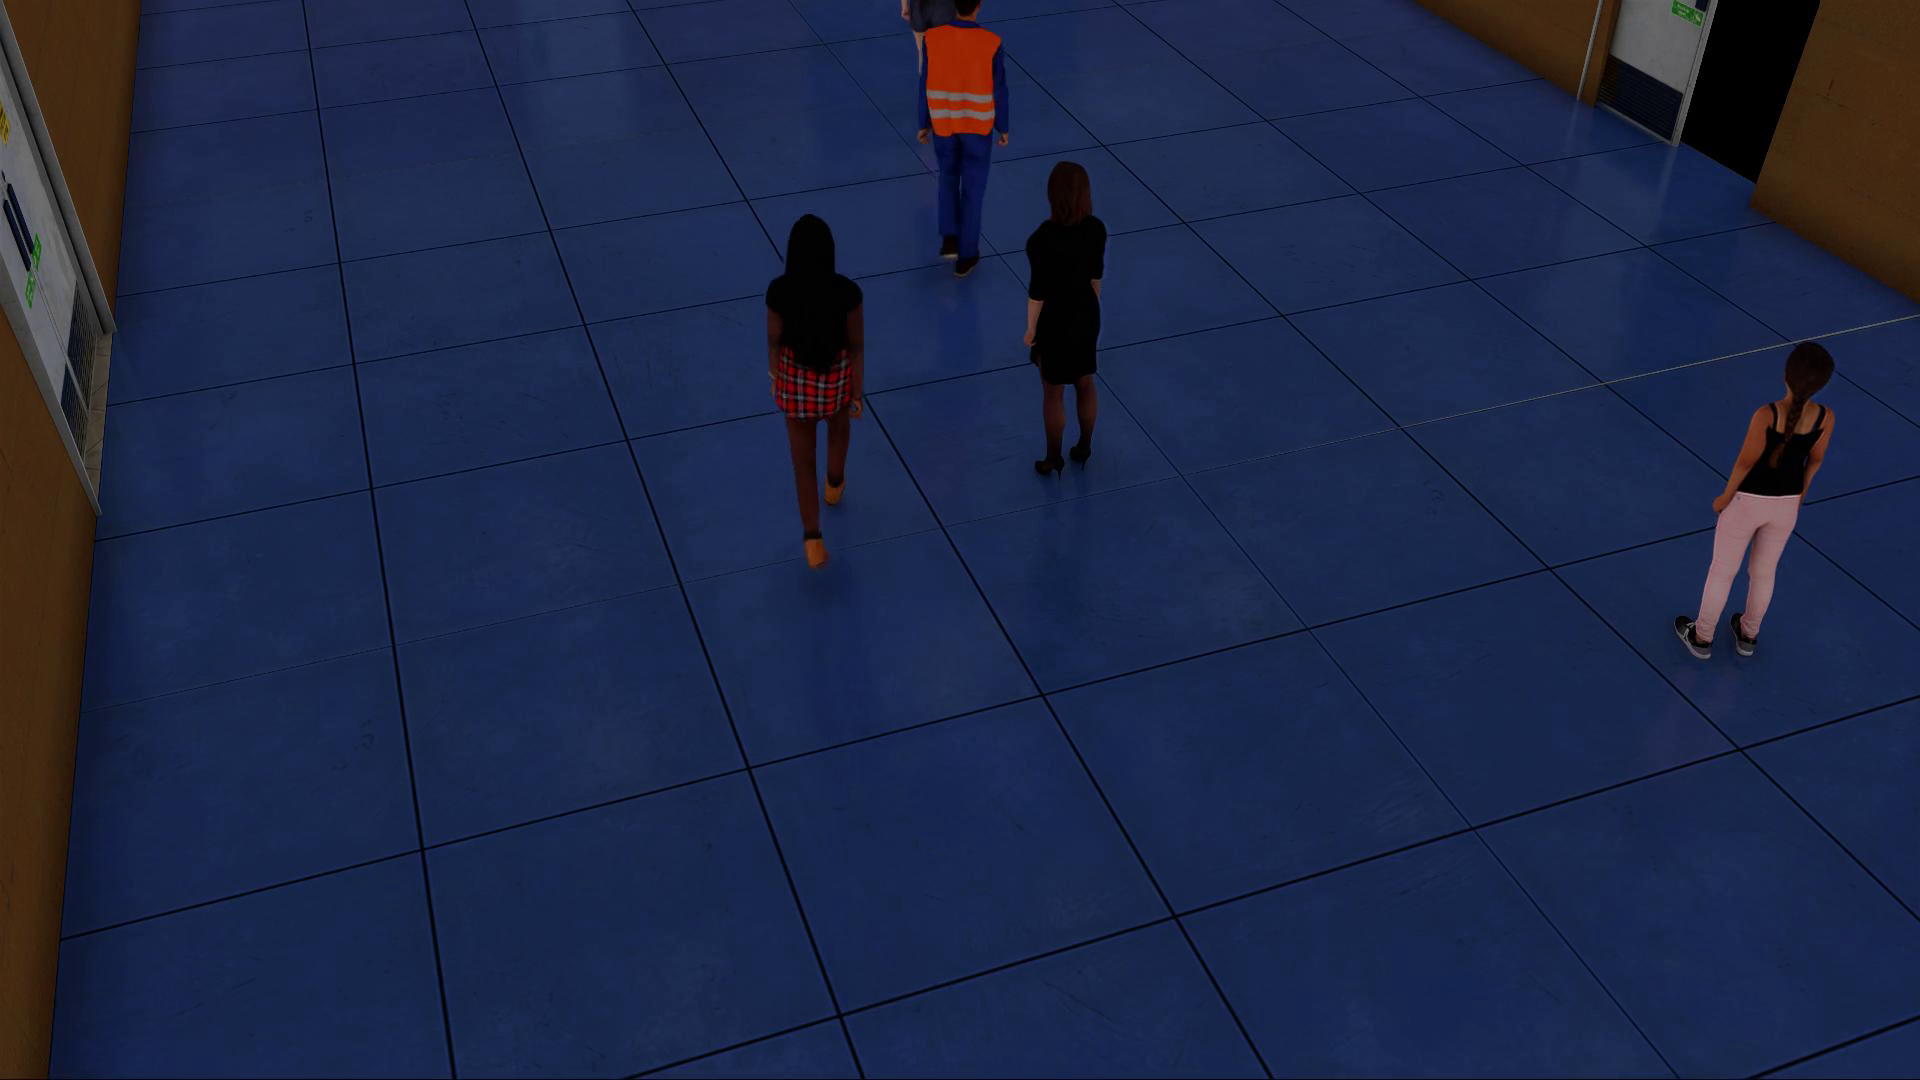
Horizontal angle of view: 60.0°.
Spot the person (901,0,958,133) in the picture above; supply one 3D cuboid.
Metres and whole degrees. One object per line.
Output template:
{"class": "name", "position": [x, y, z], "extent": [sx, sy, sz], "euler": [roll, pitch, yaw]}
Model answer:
{"class": "person", "position": [-0.206, -3.729, 11.884], "extent": [1.028, 1.620, 1.005], "euler": [9, 38, 12]}

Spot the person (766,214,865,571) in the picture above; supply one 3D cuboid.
{"class": "person", "position": [-0.661, -0.644, 7.718], "extent": [1.191, 1.685, 0.891], "euler": [-4, 37, -5]}

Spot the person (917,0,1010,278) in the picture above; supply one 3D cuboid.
{"class": "person", "position": [-0.005, -2.419, 9.945], "extent": [0.823, 1.852, 0.908], "euler": [8, 38, 11]}

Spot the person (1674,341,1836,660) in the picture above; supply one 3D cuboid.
{"class": "person", "position": [3.459, -0.155, 7.168], "extent": [0.543, 1.564, 0.661], "euler": [0, 37, 0]}

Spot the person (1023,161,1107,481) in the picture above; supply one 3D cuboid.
{"class": "person", "position": [0.525, -1.067, 8.252], "extent": [0.490, 1.705, 0.677], "euler": [-19, 41, -23]}
